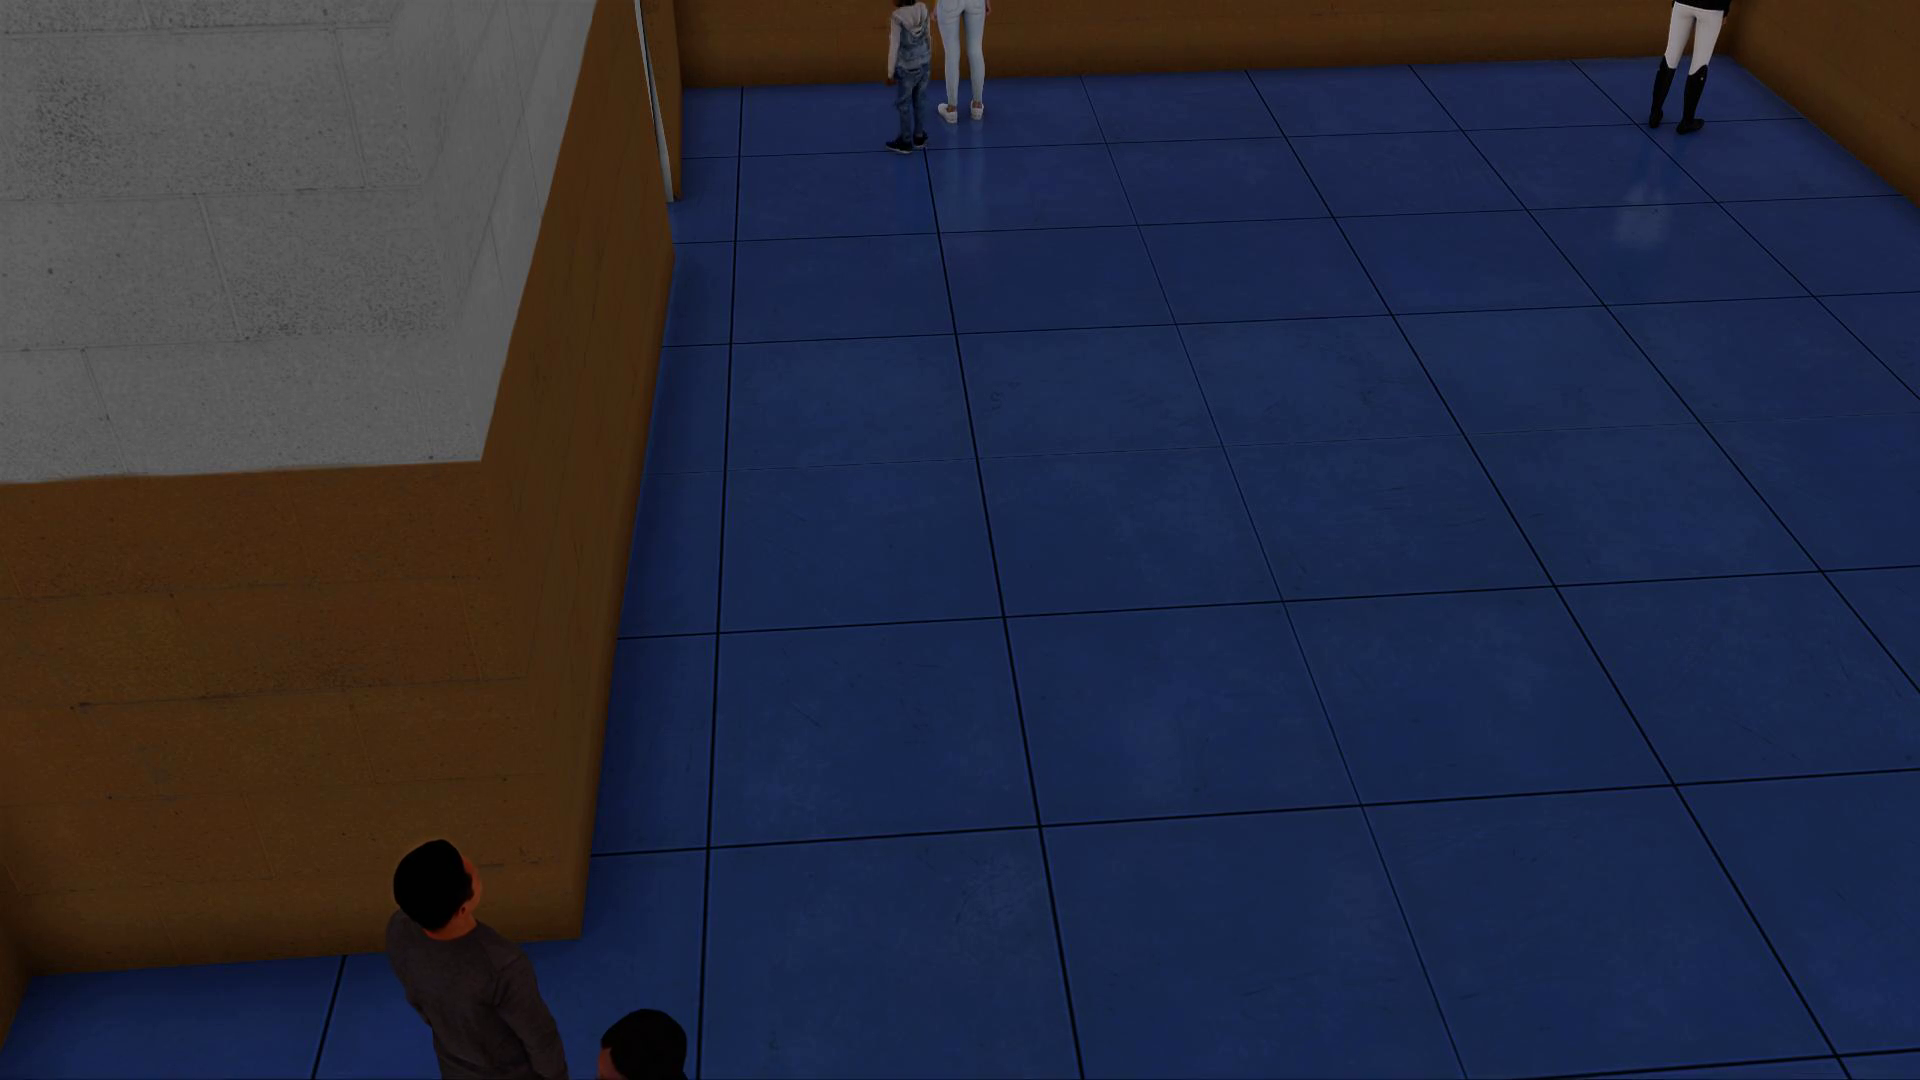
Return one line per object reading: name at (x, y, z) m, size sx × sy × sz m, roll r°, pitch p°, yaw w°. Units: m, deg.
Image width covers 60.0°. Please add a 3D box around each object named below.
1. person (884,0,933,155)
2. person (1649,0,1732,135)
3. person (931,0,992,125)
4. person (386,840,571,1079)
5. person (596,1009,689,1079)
person at (-0.346, -3.360, 11.711) m, size 0.565 × 1.250 × 0.662 m, roll -13°, pitch 39°, yaw -16°
person at (5.265, -3.773, 11.849) m, size 0.659 × 1.728 × 0.714 m, roll 28°, pitch 45°, yaw 32°
person at (0.010, -3.885, 11.995) m, size 0.533 × 1.750 × 0.692 m, roll -9°, pitch 38°, yaw -11°
person at (-1.357, 1.508, 4.794) m, size 0.648 × 1.769 × 0.774 m, roll -12°, pitch 38°, yaw -15°
person at (-0.772, 1.831, 4.386) m, size 0.663 × 1.743 × 0.713 m, roll 29°, pitch 46°, yaw 33°
